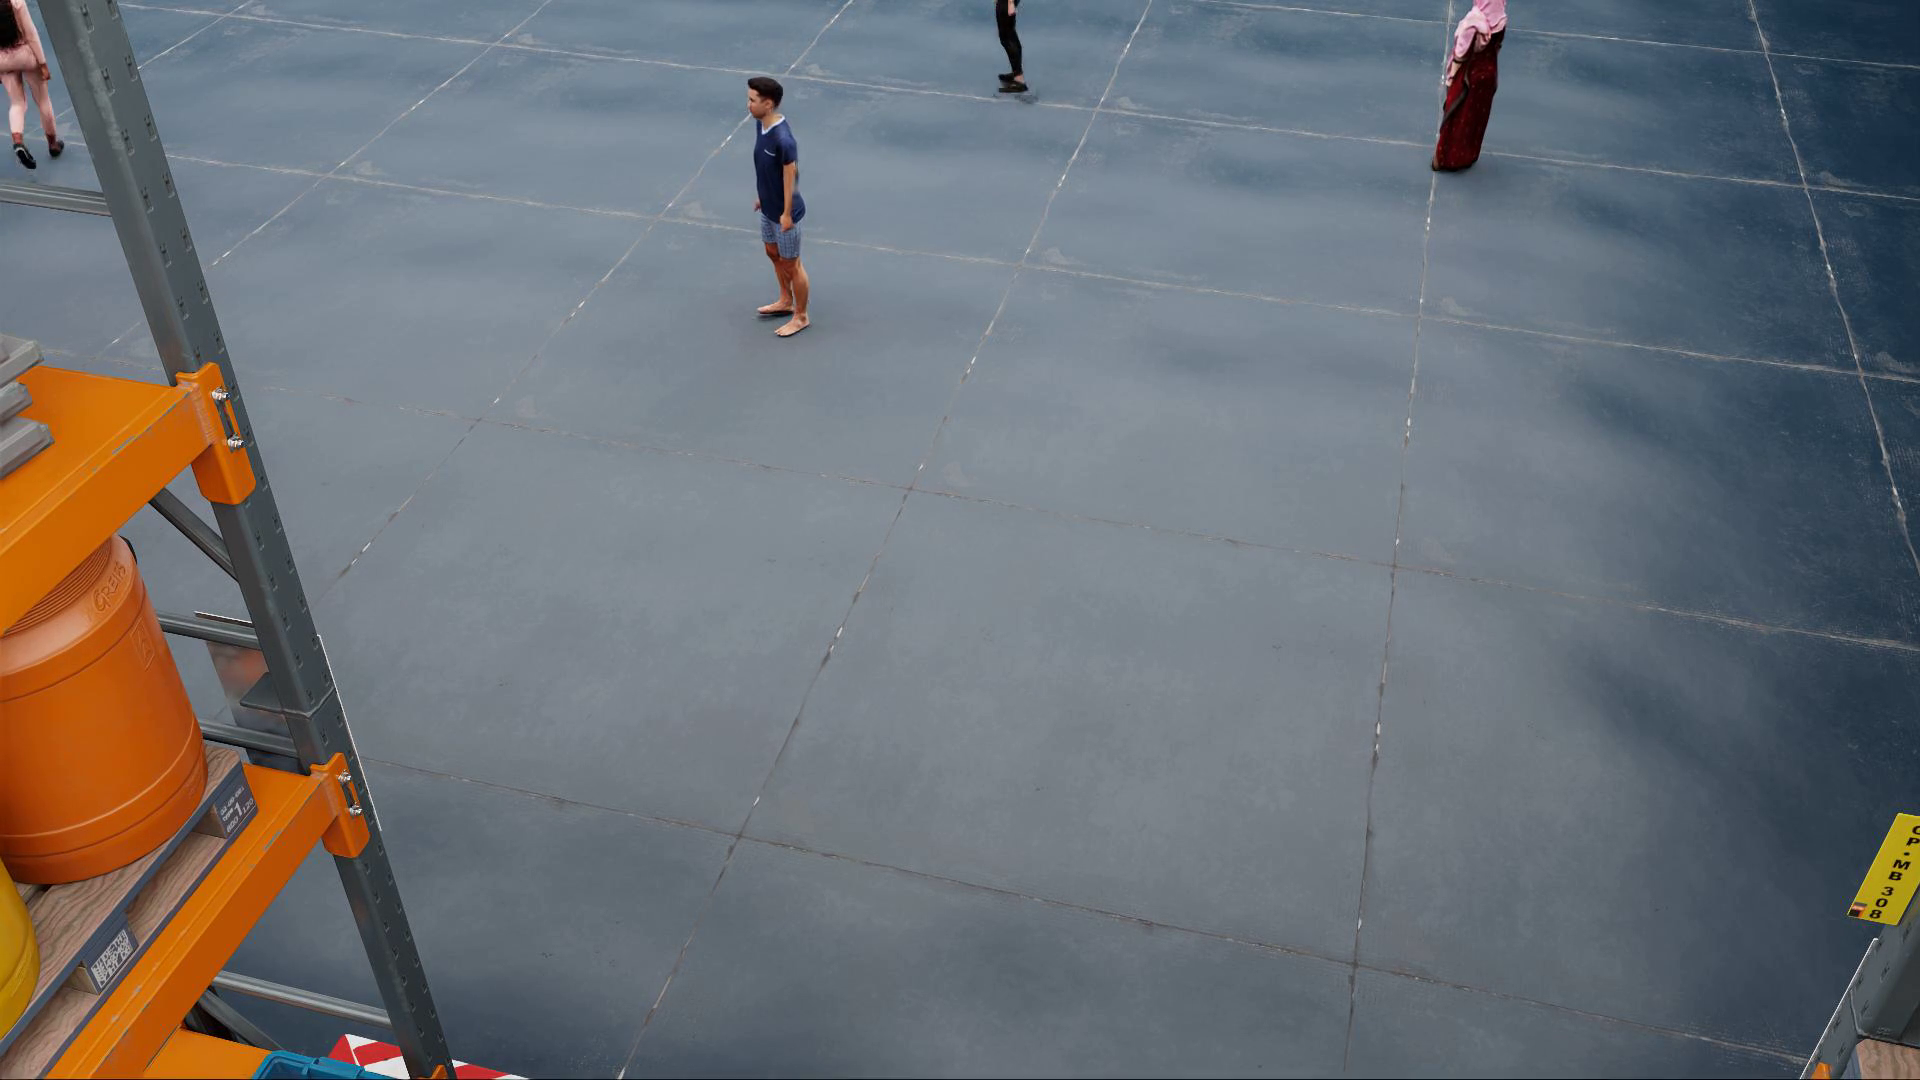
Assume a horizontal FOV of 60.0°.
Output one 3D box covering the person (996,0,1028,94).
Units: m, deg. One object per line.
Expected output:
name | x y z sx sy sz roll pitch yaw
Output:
person | 0.483 -4.873 14.944 0.836 1.673 0.586 0 38 0

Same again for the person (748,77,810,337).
person | -1.235 -2.313 11.534 0.765 1.841 0.697 -22 43 -25

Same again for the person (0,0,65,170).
person | -7.733 -3.850 13.611 0.899 1.703 1.116 -6 38 -7

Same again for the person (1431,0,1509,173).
person | 4.209 -3.818 13.623 0.765 1.638 0.808 -16 41 -19
